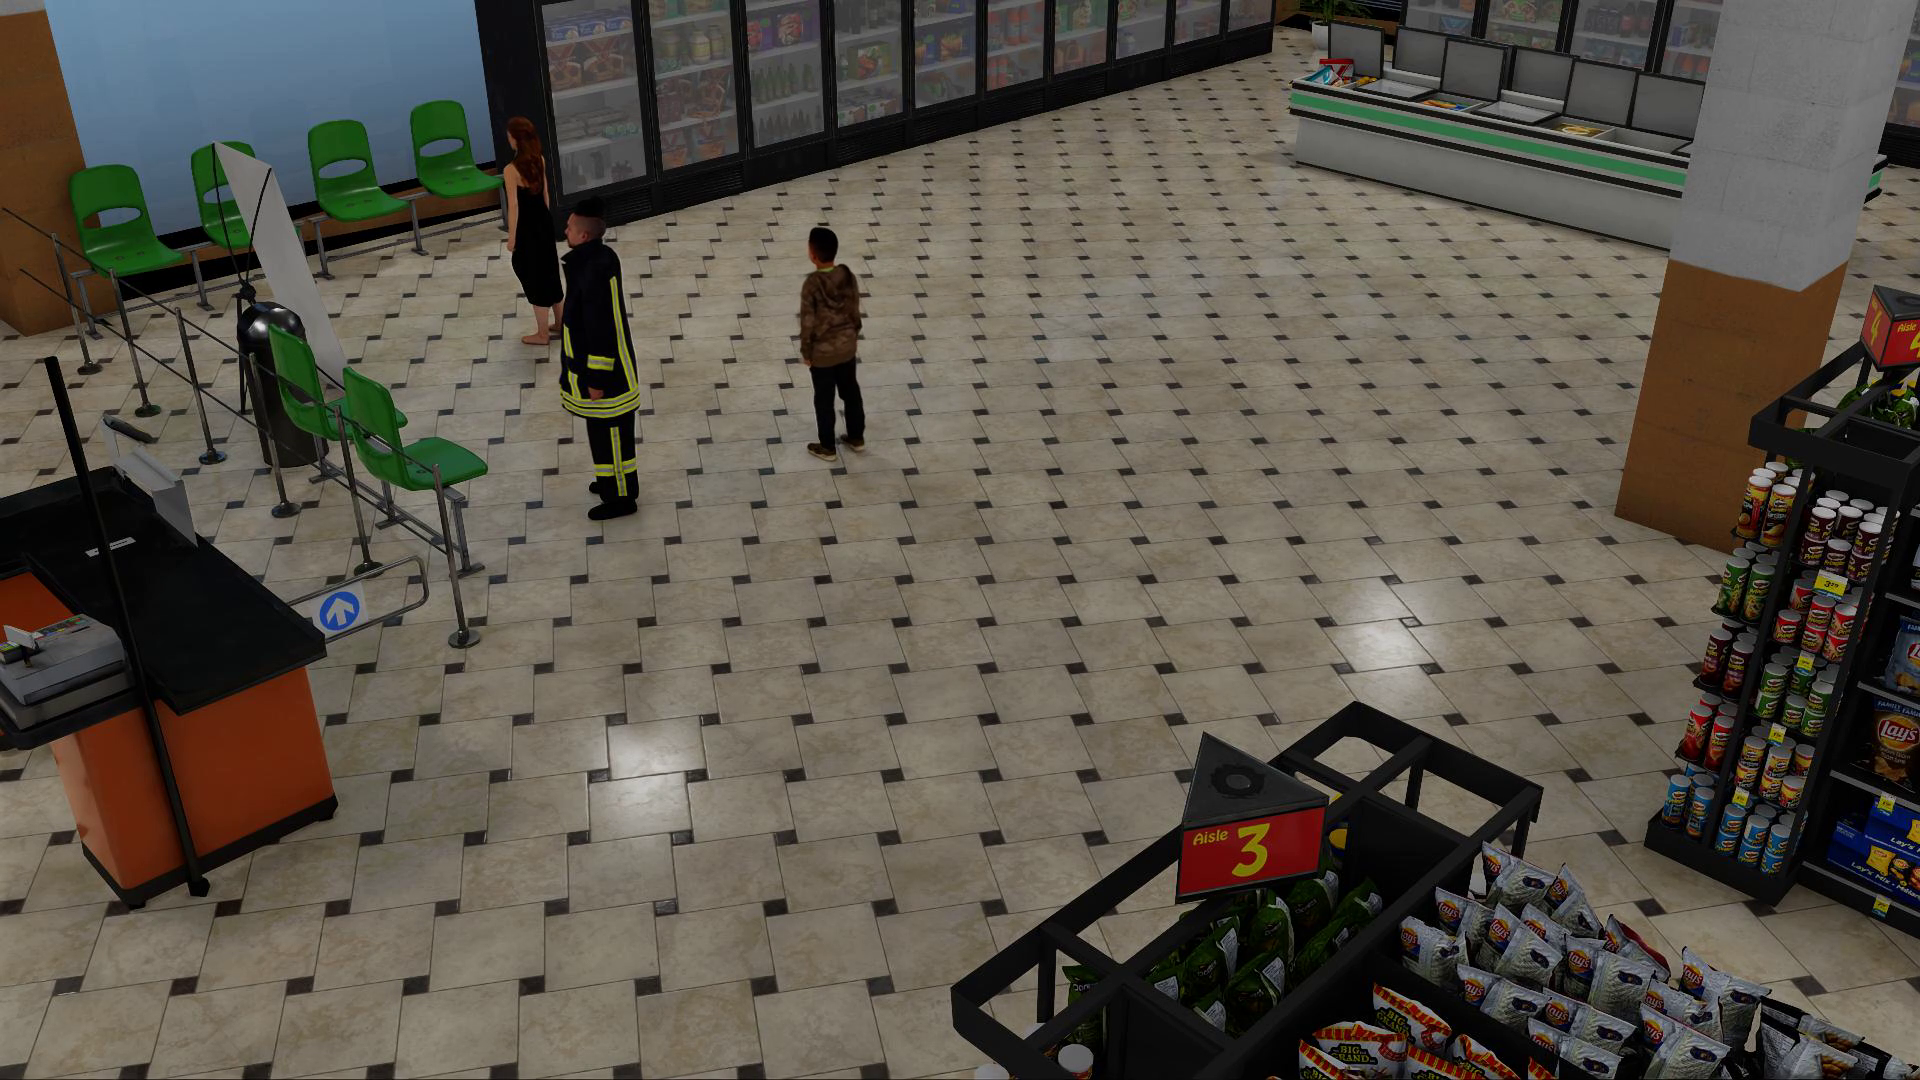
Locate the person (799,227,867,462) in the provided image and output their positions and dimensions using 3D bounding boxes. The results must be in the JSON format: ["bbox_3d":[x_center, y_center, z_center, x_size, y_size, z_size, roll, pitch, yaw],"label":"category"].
[{"bbox_3d":[-0.777,-1.185,10.095,0.603,1.454,0.602,-19,34,-31],"label":"person"}]

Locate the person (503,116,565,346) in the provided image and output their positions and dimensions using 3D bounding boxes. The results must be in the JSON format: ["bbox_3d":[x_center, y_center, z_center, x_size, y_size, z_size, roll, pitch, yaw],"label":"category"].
[{"bbox_3d":[-3.010,-2.180,11.738,0.659,1.626,0.641,14,32,24],"label":"person"}]

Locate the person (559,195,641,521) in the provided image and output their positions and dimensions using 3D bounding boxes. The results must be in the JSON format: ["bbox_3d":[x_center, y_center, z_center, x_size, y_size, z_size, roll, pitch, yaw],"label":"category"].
[{"bbox_3d":[-2.029,-1.028,9.383,0.945,1.861,0.856,-4,29,-7],"label":"person"}]
